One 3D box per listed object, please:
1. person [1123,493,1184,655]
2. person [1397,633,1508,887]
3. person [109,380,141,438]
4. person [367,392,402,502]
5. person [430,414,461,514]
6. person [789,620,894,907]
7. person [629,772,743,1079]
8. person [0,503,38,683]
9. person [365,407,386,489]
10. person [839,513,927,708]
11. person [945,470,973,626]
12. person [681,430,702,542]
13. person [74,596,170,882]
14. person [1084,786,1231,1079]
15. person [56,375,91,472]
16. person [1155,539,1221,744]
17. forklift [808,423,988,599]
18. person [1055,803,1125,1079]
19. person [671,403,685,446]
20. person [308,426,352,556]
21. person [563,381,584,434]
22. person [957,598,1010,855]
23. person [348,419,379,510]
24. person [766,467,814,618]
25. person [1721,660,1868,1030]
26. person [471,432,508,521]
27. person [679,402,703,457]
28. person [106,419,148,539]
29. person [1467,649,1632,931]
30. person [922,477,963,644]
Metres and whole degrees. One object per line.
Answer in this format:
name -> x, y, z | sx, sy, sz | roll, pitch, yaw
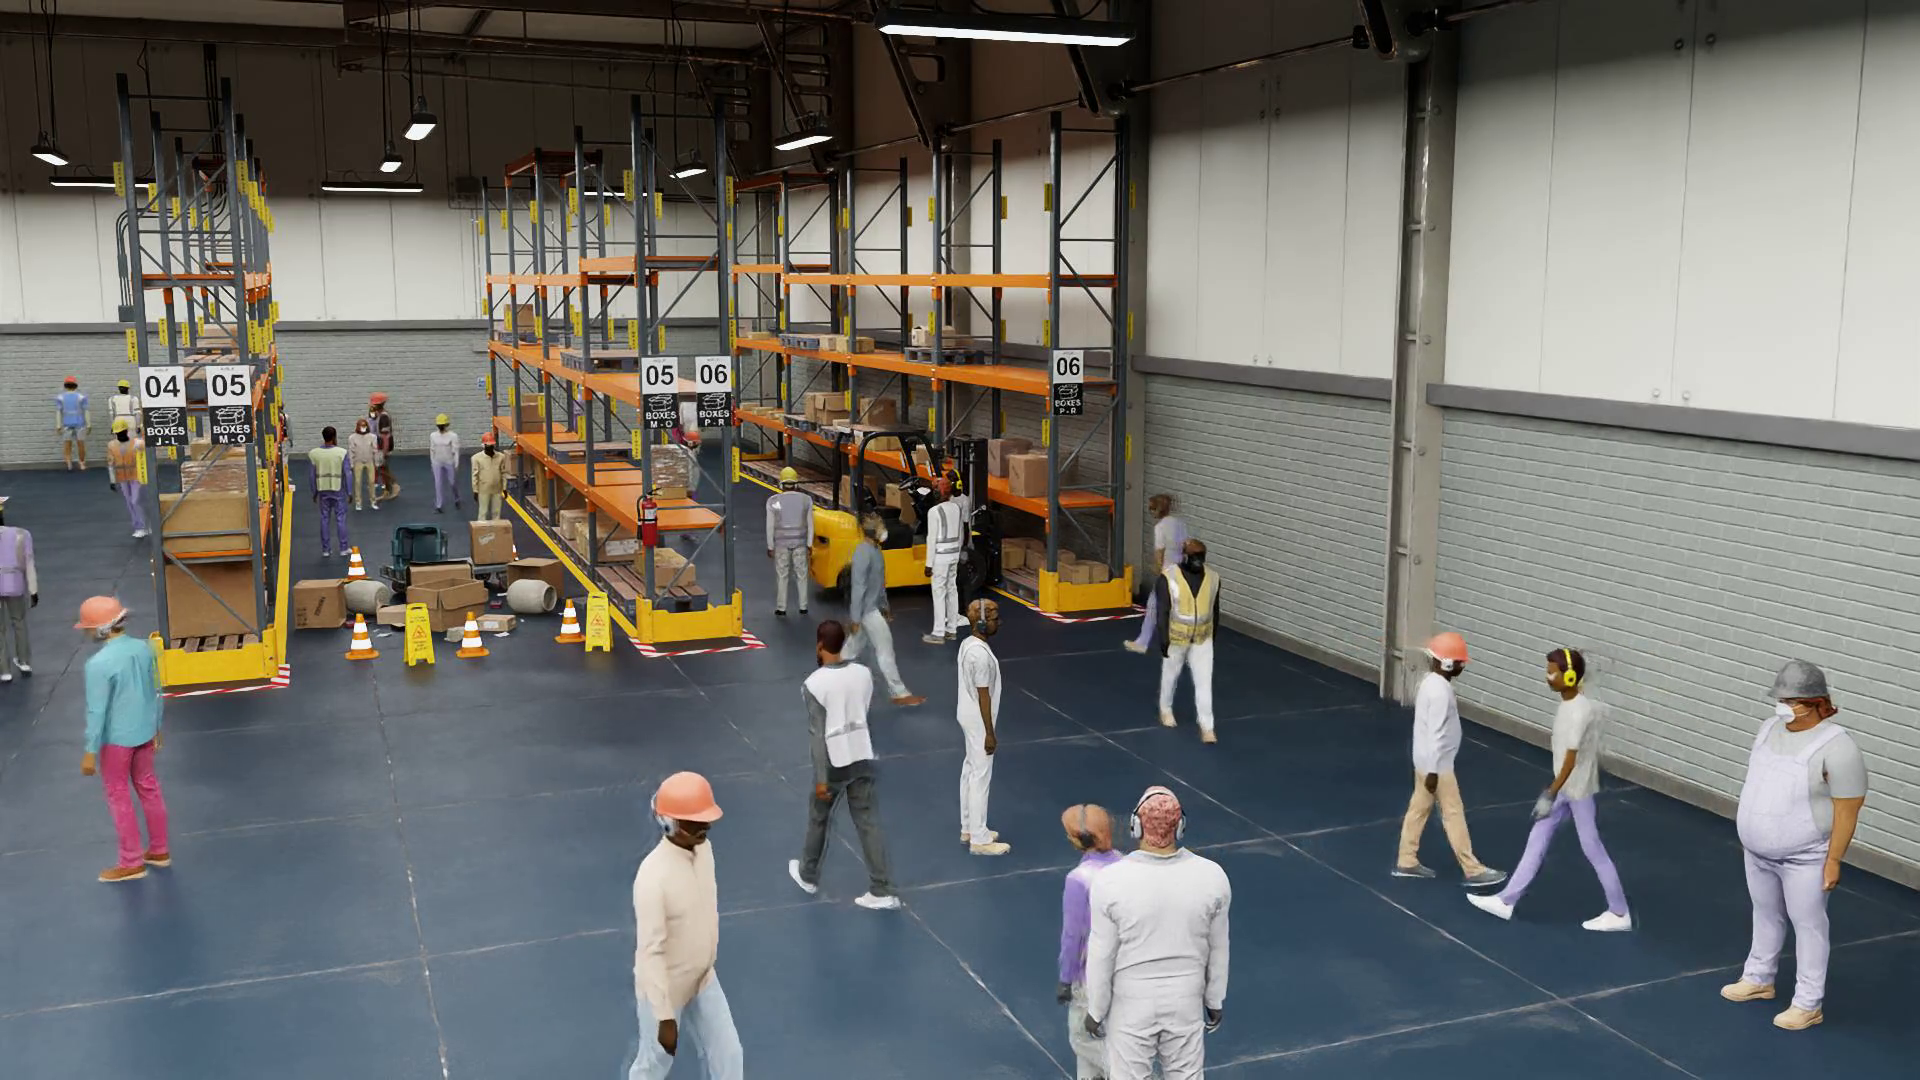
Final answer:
person -> 2.225, 0.390, 17.978 | 0.950, 1.781, 0.624 | 7, 12, 39
person -> 3.364, 1.486, 11.270 | 0.767, 1.719, 0.577 | 1, 9, 9
person -> -17.794, -2.453, 35.477 | 0.588, 1.916, 0.392 | -2, 9, -14
person -> -10.532, -1.691, 30.324 | 0.437, 2.024, 0.649 | -3, 9, -17
person -> -8.997, -1.351, 29.105 | 0.532, 1.741, 0.761 | 1, 9, 4
person -> -0.805, 1.469, 10.966 | 0.625, 1.863, 1.004 | -9, 13, -44
person -> -1.154, 1.985, 7.376 | 0.902, 1.958, 0.641 | 3, 10, 21
person -> -9.831, 0.490, 17.042 | 0.606, 1.884, 0.773 | -7, 11, -37
person -> -11.325, -1.810, 32.319 | 0.507, 1.631, 0.268 | 2, 9, 11
person -> -0.883, 0.669, 15.953 | 1.063, 1.886, 0.645 | 1, 9, 6
person -> -0.022, 0.089, 19.676 | 0.327, 1.861, 0.503 | -4, 10, -25
person -> -4.178, -0.847, 25.922 | 0.361, 1.740, 0.569 | -2, 9, -12
person -> -5.735, 1.350, 11.403 | 0.395, 1.968, 0.686 | 1, 9, 8
person -> 0.857, 2.021, 7.346 | 0.654, 1.906, 0.408 | -2, 9, -11
person -> -18.737, -2.466, 35.168 | 0.627, 2.041, 0.392 | -3, 10, -20
person -> 2.037, 0.869, 14.968 | 0.628, 1.802, 0.946 | -1, 9, -9
forklift -> -0.830, -0.399, 21.676 | 2.313, 2.155, 1.214 | -4, 10, -21
person -> 0.721, 2.065, 7.948 | 0.608, 1.620, 0.532 | 5, 11, 31
person -> -6.615, -2.866, 38.589 | 0.350, 1.758, 0.521 | 4, 10, 24
person -> -9.276, -0.716, 24.544 | 0.590, 1.916, 0.386 | 0, 9, -2
person -> -8.049, -2.385, 34.711 | 0.405, 2.033, 0.604 | -4, 10, -24
person -> 0.157, 1.326, 11.912 | 0.345, 1.846, 0.508 | -2, 9, -13
person -> -10.518, -1.334, 29.360 | 0.497, 1.625, 0.286 | -5, 10, -27
person -> -2.056, 0.031, 20.104 | 0.590, 1.833, 0.404 | -3, 9, -18
person -> 4.564, 1.661, 9.195 | 0.538, 2.000, 0.690 | -3, 9, -17
person -> -7.183, -0.781, 25.461 | 0.573, 1.749, 0.343 | -8, 12, -40
person -> -5.997, -2.648, 37.302 | 0.554, 1.721, 0.739 | 4, 10, 24
person -> -13.092, -0.961, 26.174 | 0.588, 1.889, 0.619 | 0, 9, 1
person -> 3.790, 1.577, 10.467 | 1.014, 1.805, 0.494 | 1, 9, 7
person -> -0.189, 0.228, 18.746 | 0.365, 1.880, 0.585 | 6, 11, 34
